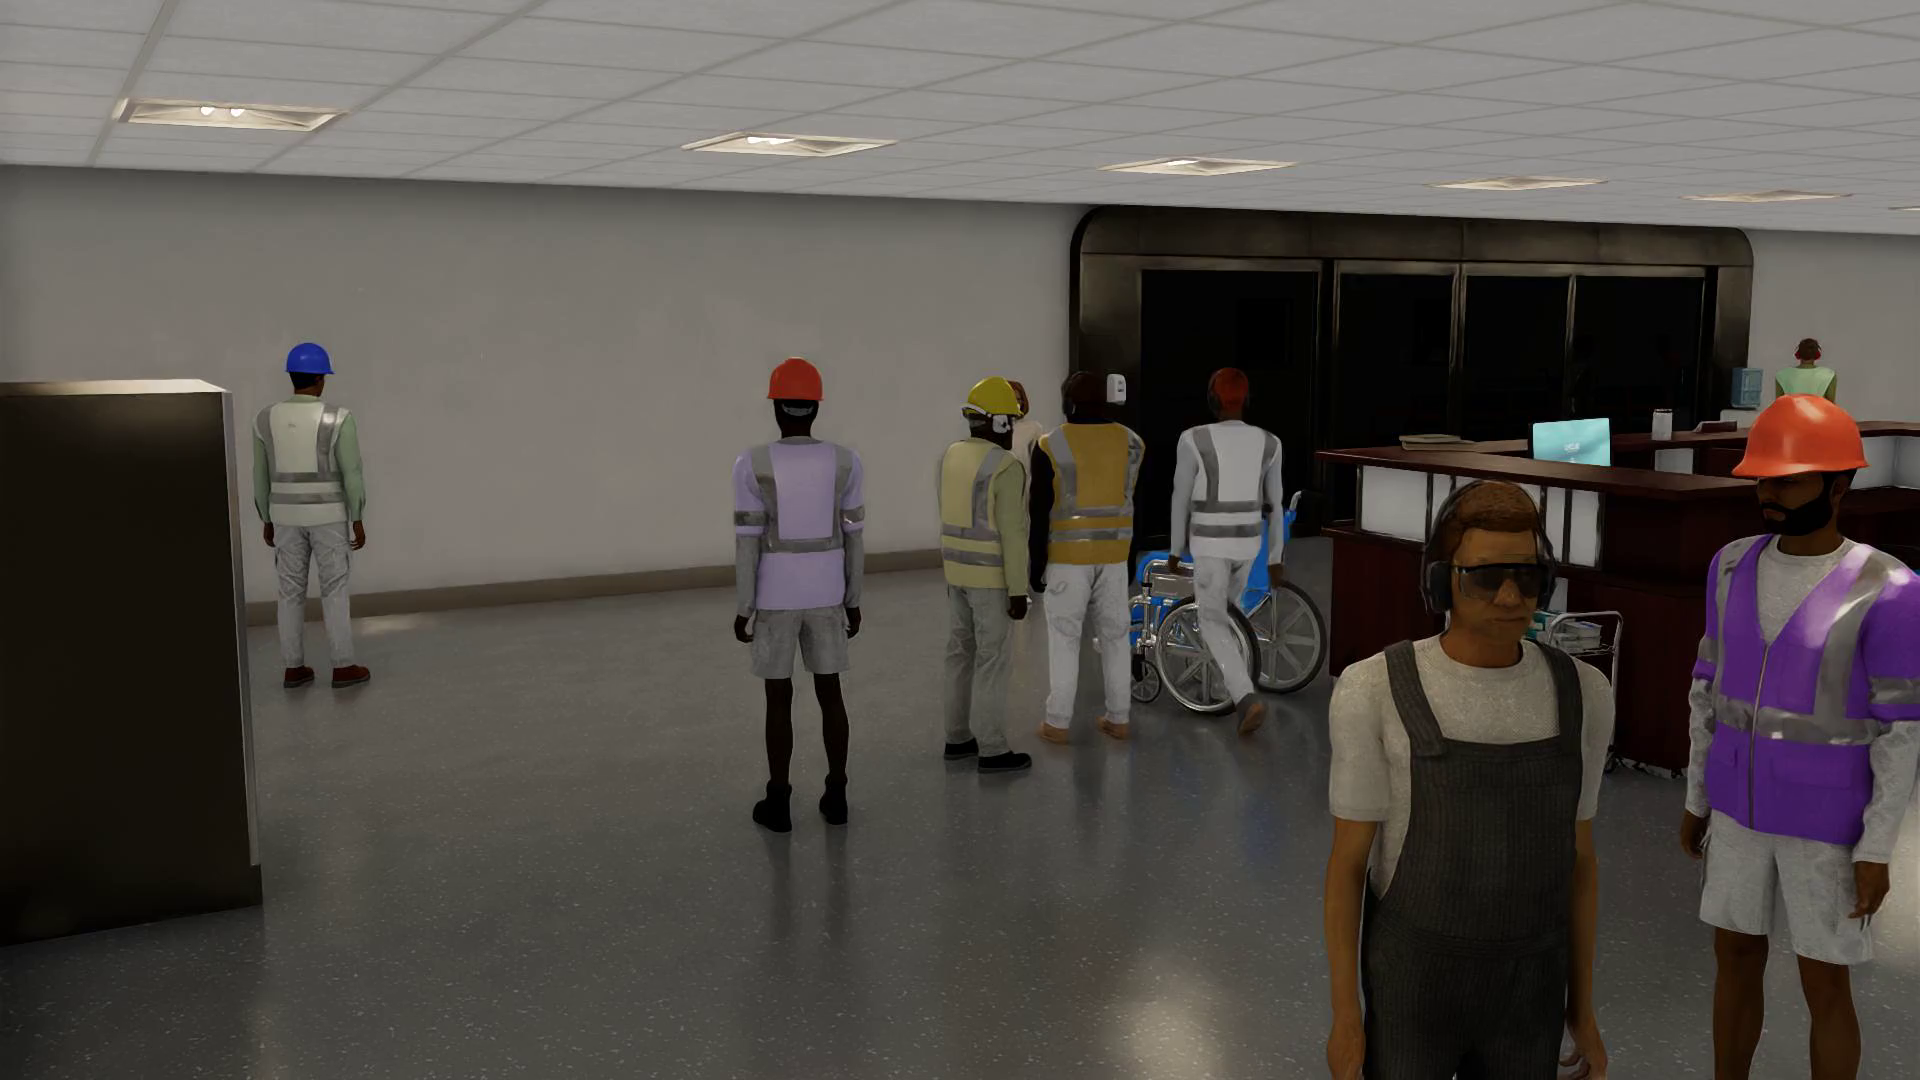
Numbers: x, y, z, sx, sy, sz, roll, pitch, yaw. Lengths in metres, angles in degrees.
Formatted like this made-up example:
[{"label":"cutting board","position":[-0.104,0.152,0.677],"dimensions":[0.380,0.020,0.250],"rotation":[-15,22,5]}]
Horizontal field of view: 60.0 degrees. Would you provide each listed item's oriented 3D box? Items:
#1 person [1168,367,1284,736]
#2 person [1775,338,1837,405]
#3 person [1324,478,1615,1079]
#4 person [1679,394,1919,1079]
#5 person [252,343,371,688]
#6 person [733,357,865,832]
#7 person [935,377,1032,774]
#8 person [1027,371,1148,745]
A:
[{"label":"person","position":[1.380,0.049,8.420],"dimensions":[0.558,1.852,0.877],"rotation":[-3,8,-19]},{"label":"person","position":[8.542,-1.117,16.849],"dimensions":[0.565,1.850,0.390],"rotation":[4,9,29]},{"label":"person","position":[0.885,0.810,2.910],"dimensions":[0.506,1.846,0.345],"rotation":[-1,8,-8]},{"label":"person","position":[1.928,0.629,3.896],"dimensions":[0.359,1.938,0.547],"rotation":[-5,9,-30]},{"label":"person","position":[-3.646,-0.133,9.373],"dimensions":[0.615,1.945,0.404],"rotation":[0,8,3]},{"label":"person","position":[-0.668,0.223,6.829],"dimensions":[0.552,1.936,0.360],"rotation":[-3,8,-22]},{"label":"person","position":[0.123,0.160,7.715],"dimensions":[0.404,1.825,0.596],"rotation":[-6,10,-35]},{"label":"person","position":[0.612,0.089,8.209],"dimensions":[0.625,1.836,0.431],"rotation":[-3,8,-20]}]
